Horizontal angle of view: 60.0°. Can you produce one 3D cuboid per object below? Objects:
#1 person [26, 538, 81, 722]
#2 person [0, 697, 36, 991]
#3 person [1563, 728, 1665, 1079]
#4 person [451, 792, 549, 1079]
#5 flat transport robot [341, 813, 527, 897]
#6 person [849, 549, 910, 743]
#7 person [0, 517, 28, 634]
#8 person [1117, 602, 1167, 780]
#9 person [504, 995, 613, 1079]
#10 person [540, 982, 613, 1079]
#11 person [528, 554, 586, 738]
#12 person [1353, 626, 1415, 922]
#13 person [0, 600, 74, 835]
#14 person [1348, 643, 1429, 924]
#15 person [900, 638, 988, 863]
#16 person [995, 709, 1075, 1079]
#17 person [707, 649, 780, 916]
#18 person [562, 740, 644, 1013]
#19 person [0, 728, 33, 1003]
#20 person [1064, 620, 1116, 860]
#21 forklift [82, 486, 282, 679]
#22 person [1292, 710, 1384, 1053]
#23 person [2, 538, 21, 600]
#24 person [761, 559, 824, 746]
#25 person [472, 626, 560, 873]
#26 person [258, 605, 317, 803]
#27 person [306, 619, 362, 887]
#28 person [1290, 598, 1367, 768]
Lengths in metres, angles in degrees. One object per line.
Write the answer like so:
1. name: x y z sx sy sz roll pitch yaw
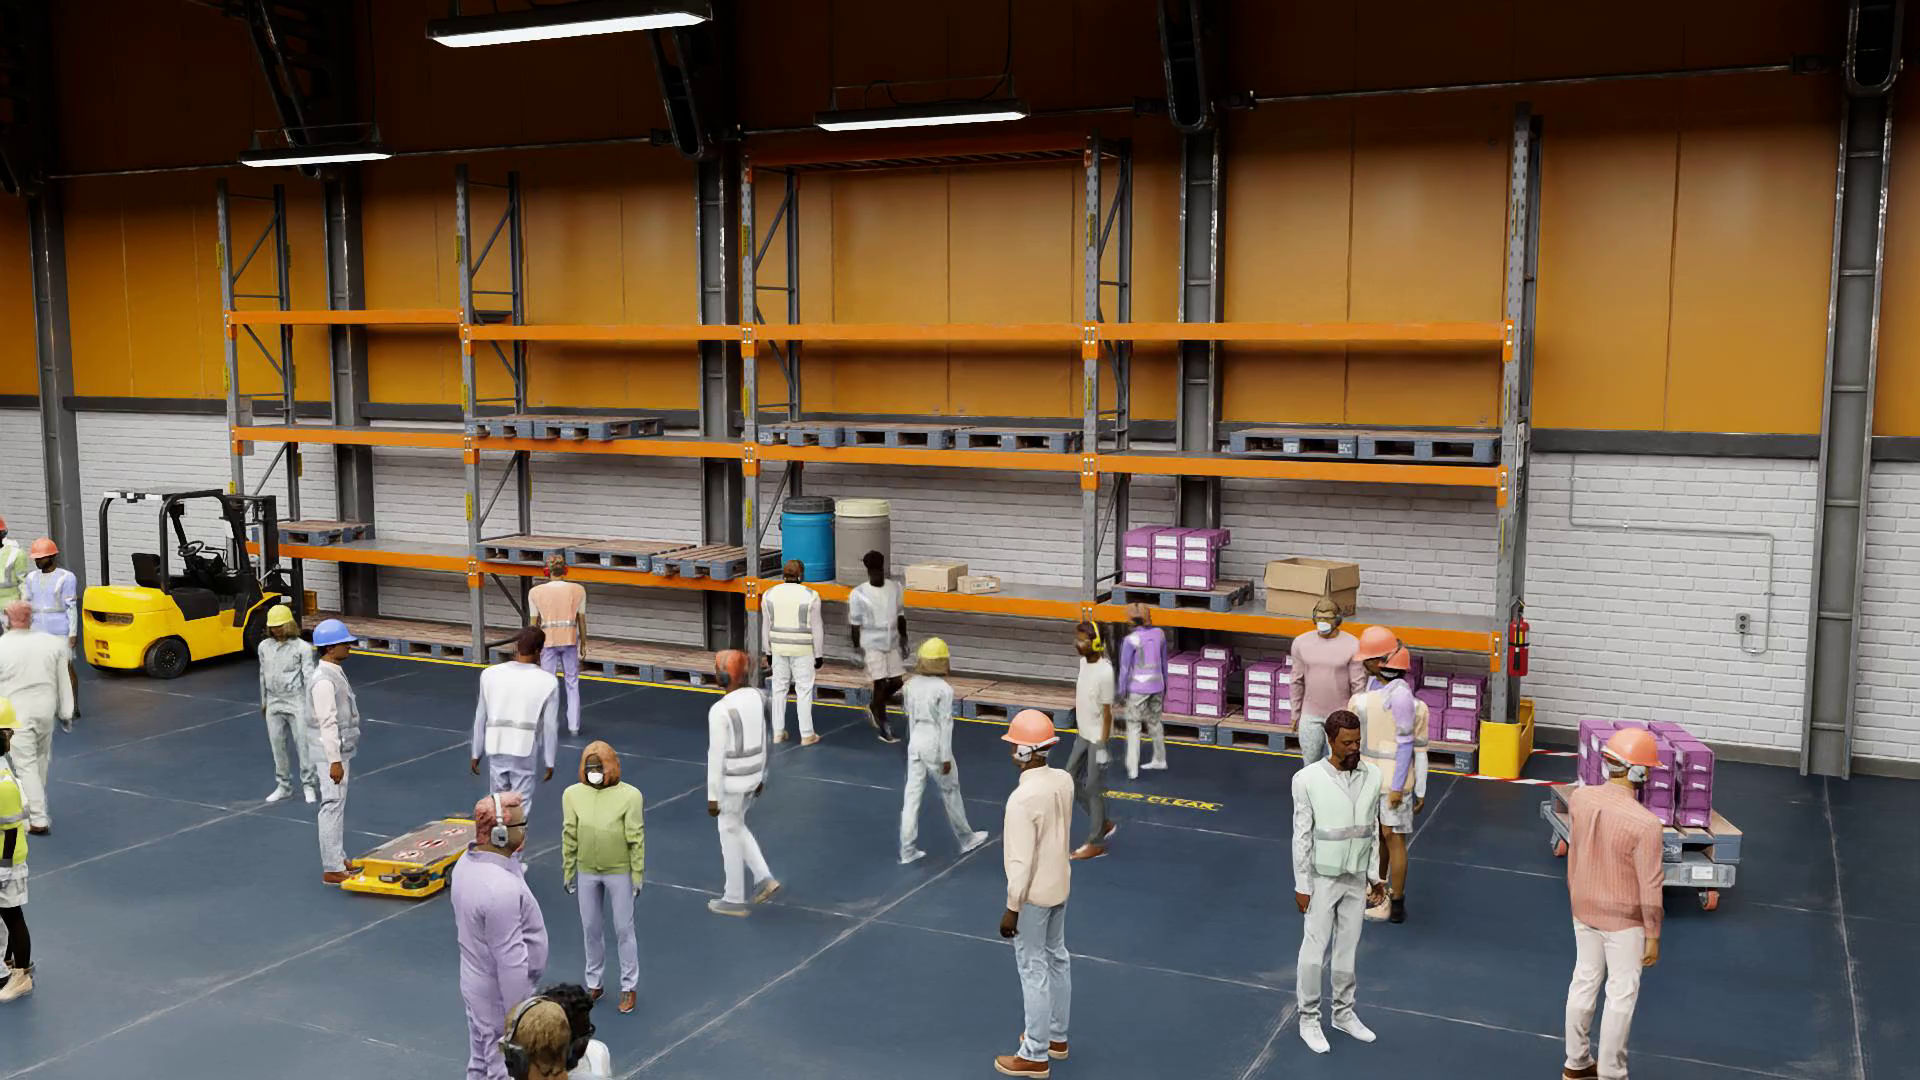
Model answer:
1. person: -9.451 0.936 17.293 0.545 1.931 0.387 1 7 7
2. person: -5.898 1.856 10.161 0.403 1.816 0.603 -5 8 -33
3. person: 3.430 1.953 8.688 0.410 1.981 0.626 -3 7 -23
4. person: -2.109 2.105 7.716 0.407 1.908 0.641 -4 8 -32
5. flat transport robot: -3.912 2.341 12.461 0.652 0.197 1.431 2 7 16
6. person: -0.807 1.031 16.478 0.672 1.931 0.538 -5 8 -35
7. person: -10.701 0.729 18.518 0.607 2.045 0.390 -1 7 -8
8. person: 1.662 1.360 15.113 0.583 1.612 0.359 -5 8 -35
9. person: -1.295 2.392 5.280 0.372 1.927 0.635 4 8 30
10. person: -1.444 2.413 6.064 0.413 1.678 0.540 3 8 26
11. person: -4.002 1.066 16.589 0.561 1.837 0.388 -3 7 -22
12. person: 2.883 1.595 11.421 0.405 2.032 0.608 -1 7 -6
13. person: -7.637 1.422 13.541 0.976 1.863 0.656 5 8 35
14. person: 2.918 1.655 11.381 0.551 1.923 0.390 3 7 20
15. person: -0.158 1.594 12.760 0.503 1.709 0.793 6 9 41
16. person: 0.402 1.902 9.026 0.383 1.996 0.609 4 8 30
17. person: -1.549 1.670 11.436 0.423 1.873 0.599 3 8 26
18. person: -2.113 1.985 9.870 0.501 1.626 0.292 1 7 7
19. person: -5.823 1.928 10.038 0.533 1.696 0.318 6 9 40
20. person: 0.978 1.524 12.693 0.379 1.859 0.546 -3 7 -21
21. forklift: -9.426 0.454 20.179 1.214 2.155 2.313 3 8 26
22. person: 2.127 1.896 9.395 0.591 1.919 0.391 -3 8 -26
23. person: -11.546 0.611 19.929 0.551 1.935 0.375 -4 8 -28
24. person: -1.630 1.099 16.348 0.629 1.836 0.430 2 7 17
25. person: -3.254 1.579 12.191 0.656 1.873 0.546 0 7 4
26. person: -5.765 1.403 14.243 0.503 1.735 0.366 1 7 9
27. person: -4.569 1.546 12.155 0.380 1.951 0.605 -2 7 -17
28. person: 2.940 1.416 13.330 0.627 1.933 0.373 4 8 31
